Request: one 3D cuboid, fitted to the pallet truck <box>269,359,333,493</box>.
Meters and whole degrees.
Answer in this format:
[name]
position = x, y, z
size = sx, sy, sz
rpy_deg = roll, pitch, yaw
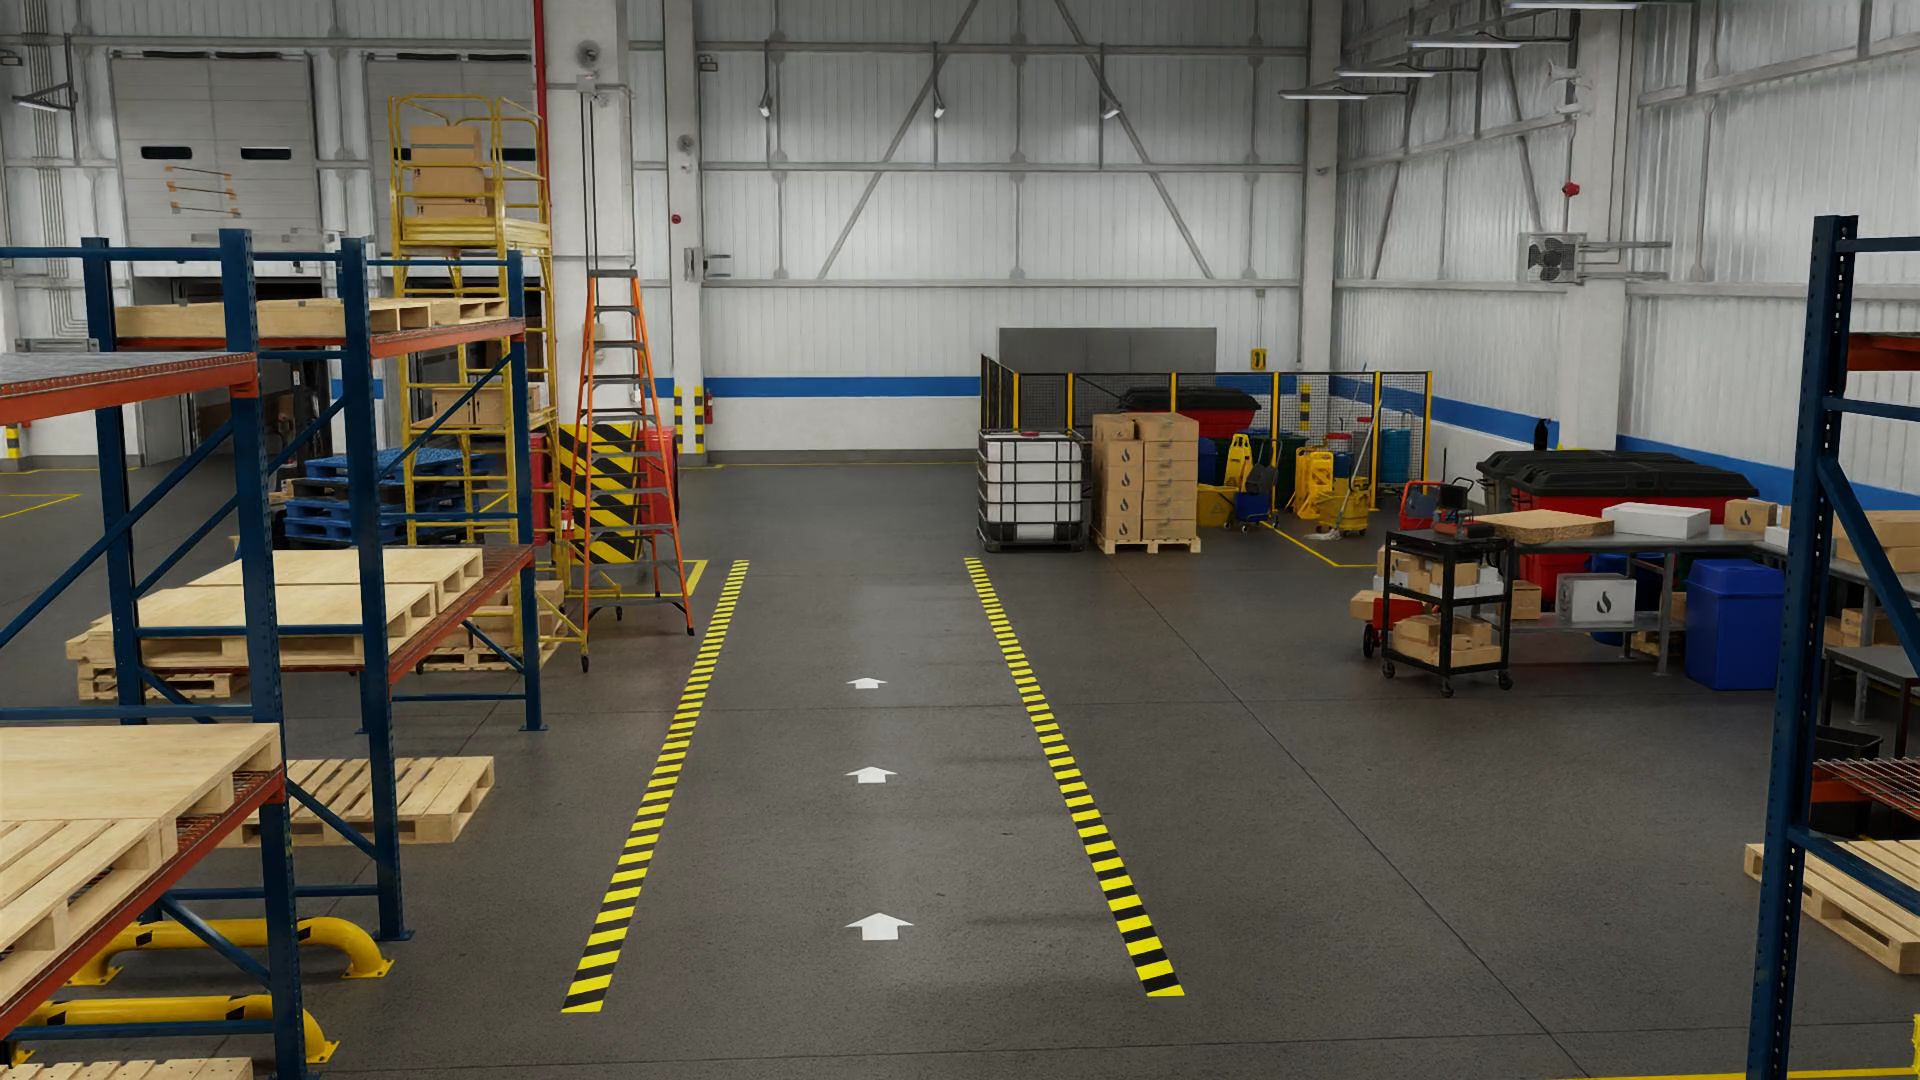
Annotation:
[pallet truck]
position = -7.062, -1.131, 18.996
size = 1.885, 1.965, 0.823
rpy_deg = 2, 9, 13
